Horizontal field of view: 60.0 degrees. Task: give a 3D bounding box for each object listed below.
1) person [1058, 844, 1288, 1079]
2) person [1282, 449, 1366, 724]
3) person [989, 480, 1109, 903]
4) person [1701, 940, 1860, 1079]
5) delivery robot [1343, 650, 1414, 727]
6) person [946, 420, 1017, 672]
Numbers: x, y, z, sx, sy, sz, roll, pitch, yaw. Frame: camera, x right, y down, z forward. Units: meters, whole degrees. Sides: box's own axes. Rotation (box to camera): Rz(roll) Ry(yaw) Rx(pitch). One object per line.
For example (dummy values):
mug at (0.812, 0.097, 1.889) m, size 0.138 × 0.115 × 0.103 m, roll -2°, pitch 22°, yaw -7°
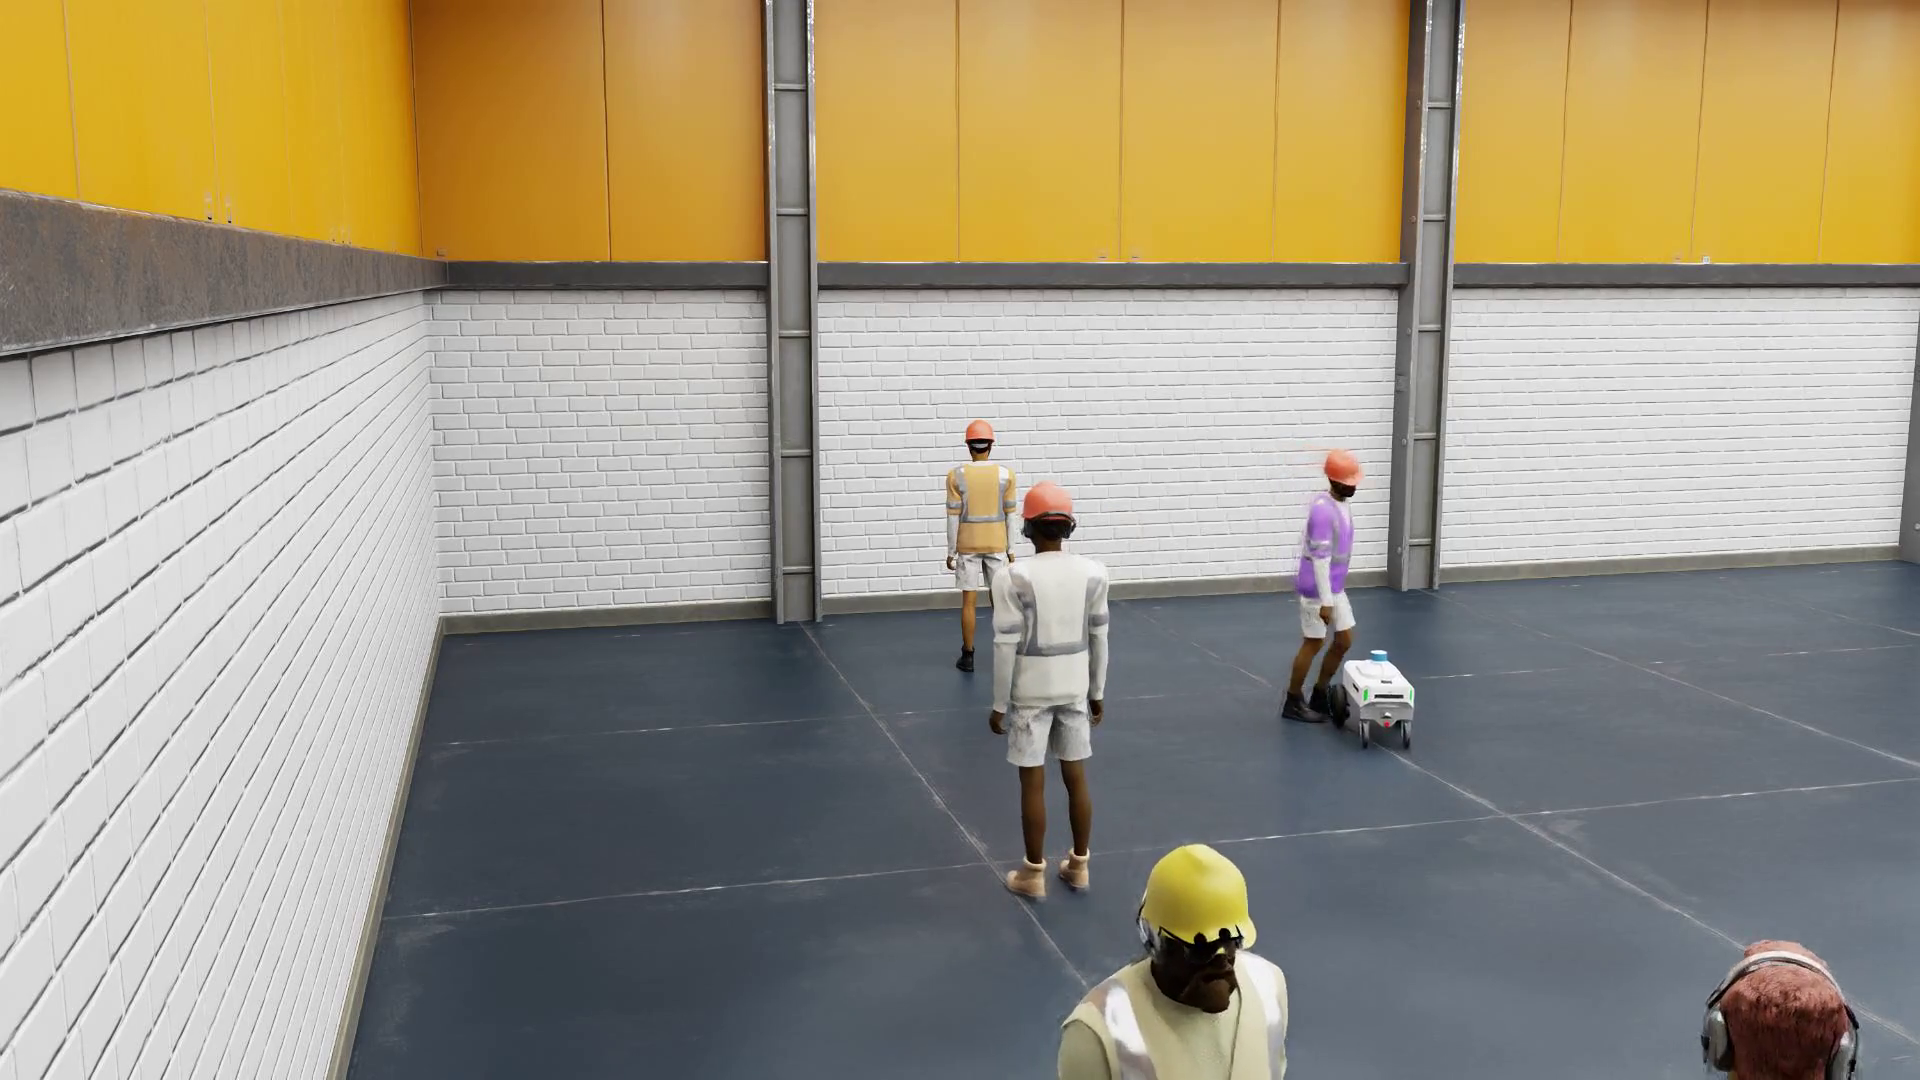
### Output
person at (0.534, 1.556, 3.630) m, size 0.627 × 1.800 × 0.782 m, roll -4°, pitch 10°, yaw -24°
person at (2.425, 0.317, 11.091) m, size 0.599 × 1.889 × 0.558 m, roll 6°, pitch 11°, yaw 34°
person at (0.418, 0.727, 8.077) m, size 0.614 × 2.041 × 0.390 m, roll -4°, pitch 10°, yaw -22°
person at (1.386, 1.623, 2.927) m, size 0.669 × 1.894 × 0.432 m, roll 3°, pitch 10°, yaw 17°
delivery robot at (2.738, 0.969, 10.907) m, size 0.477 × 0.478 × 0.707 m, roll 0°, pitch 9°, yaw 2°
person at (0.157, 0.049, 12.670) m, size 0.543 × 1.928 × 0.371 m, roll -1°, pitch 9°, yaw -6°
